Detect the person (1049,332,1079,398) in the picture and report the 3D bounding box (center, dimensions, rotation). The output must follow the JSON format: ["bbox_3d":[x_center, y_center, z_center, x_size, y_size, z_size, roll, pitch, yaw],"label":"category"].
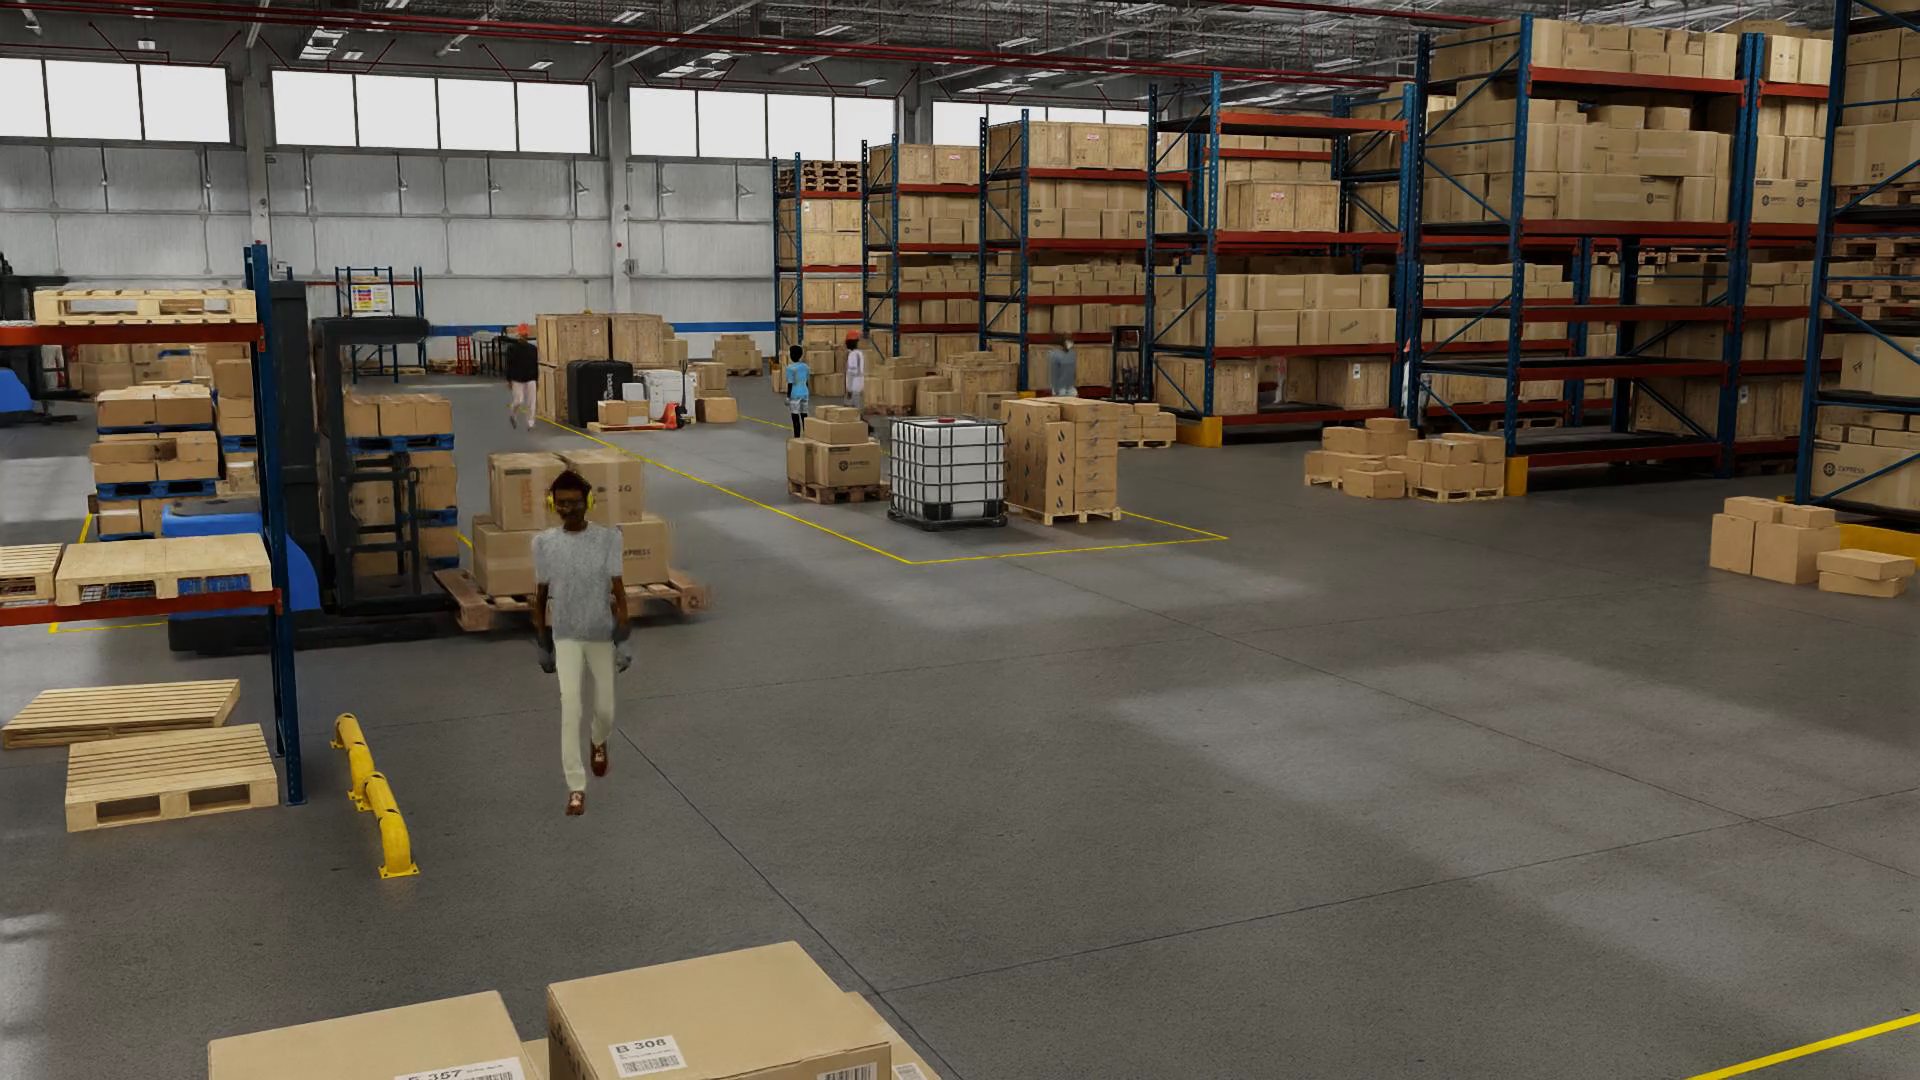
[{"bbox_3d":[1.753,-2.442,27.207,0.659,1.914,0.711,-9,12,-43],"label":"person"}]

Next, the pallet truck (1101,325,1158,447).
[{"bbox_3d":[2.881,-2.596,27.923,0.823,1.965,1.885,-1,9,-7],"label":"pallet truck"}]

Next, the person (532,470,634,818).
[{"bbox_3d":[-2.051,0.519,9.090,0.524,1.845,0.771,-2,9,-13],"label":"person"}]

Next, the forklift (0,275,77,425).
[{"bbox_3d":[-17.859,-3.549,31.106,1.129,2.768,1.873,6,11,33],"label":"forklift"}]

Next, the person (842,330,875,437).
[{"bbox_3d":[-1.759,-2.568,27.963,0.556,1.925,0.570,1,9,8],"label":"person"}]

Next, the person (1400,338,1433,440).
[{"bbox_3d":[6.673,-2.004,24.467,0.374,1.929,0.542,-5,10,-27],"label":"person"}]

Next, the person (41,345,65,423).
[{"bbox_3d":[-17.600,-3.206,32.010,0.638,1.906,0.926,-3,10,-17],"label":"person"}]

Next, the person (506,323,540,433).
[{"bbox_3d":[-7.890,-2.918,29.989,0.632,1.976,0.715,-8,12,-40],"label":"person"}]

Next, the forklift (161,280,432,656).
[{"bbox_3d":[-5.238,-0.627,12.975,1.873,2.768,1.129,-4,10,-25],"label":"forklift"}]

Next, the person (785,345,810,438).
[{"bbox_3d":[-2.669,-2.344,27.289,0.321,1.697,0.529,6,11,34],"label":"person"}]

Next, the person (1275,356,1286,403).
[{"bbox_3d":[6.711,-3.389,33.470,0.938,1.795,0.641,-5,11,-30],"label":"person"}]
